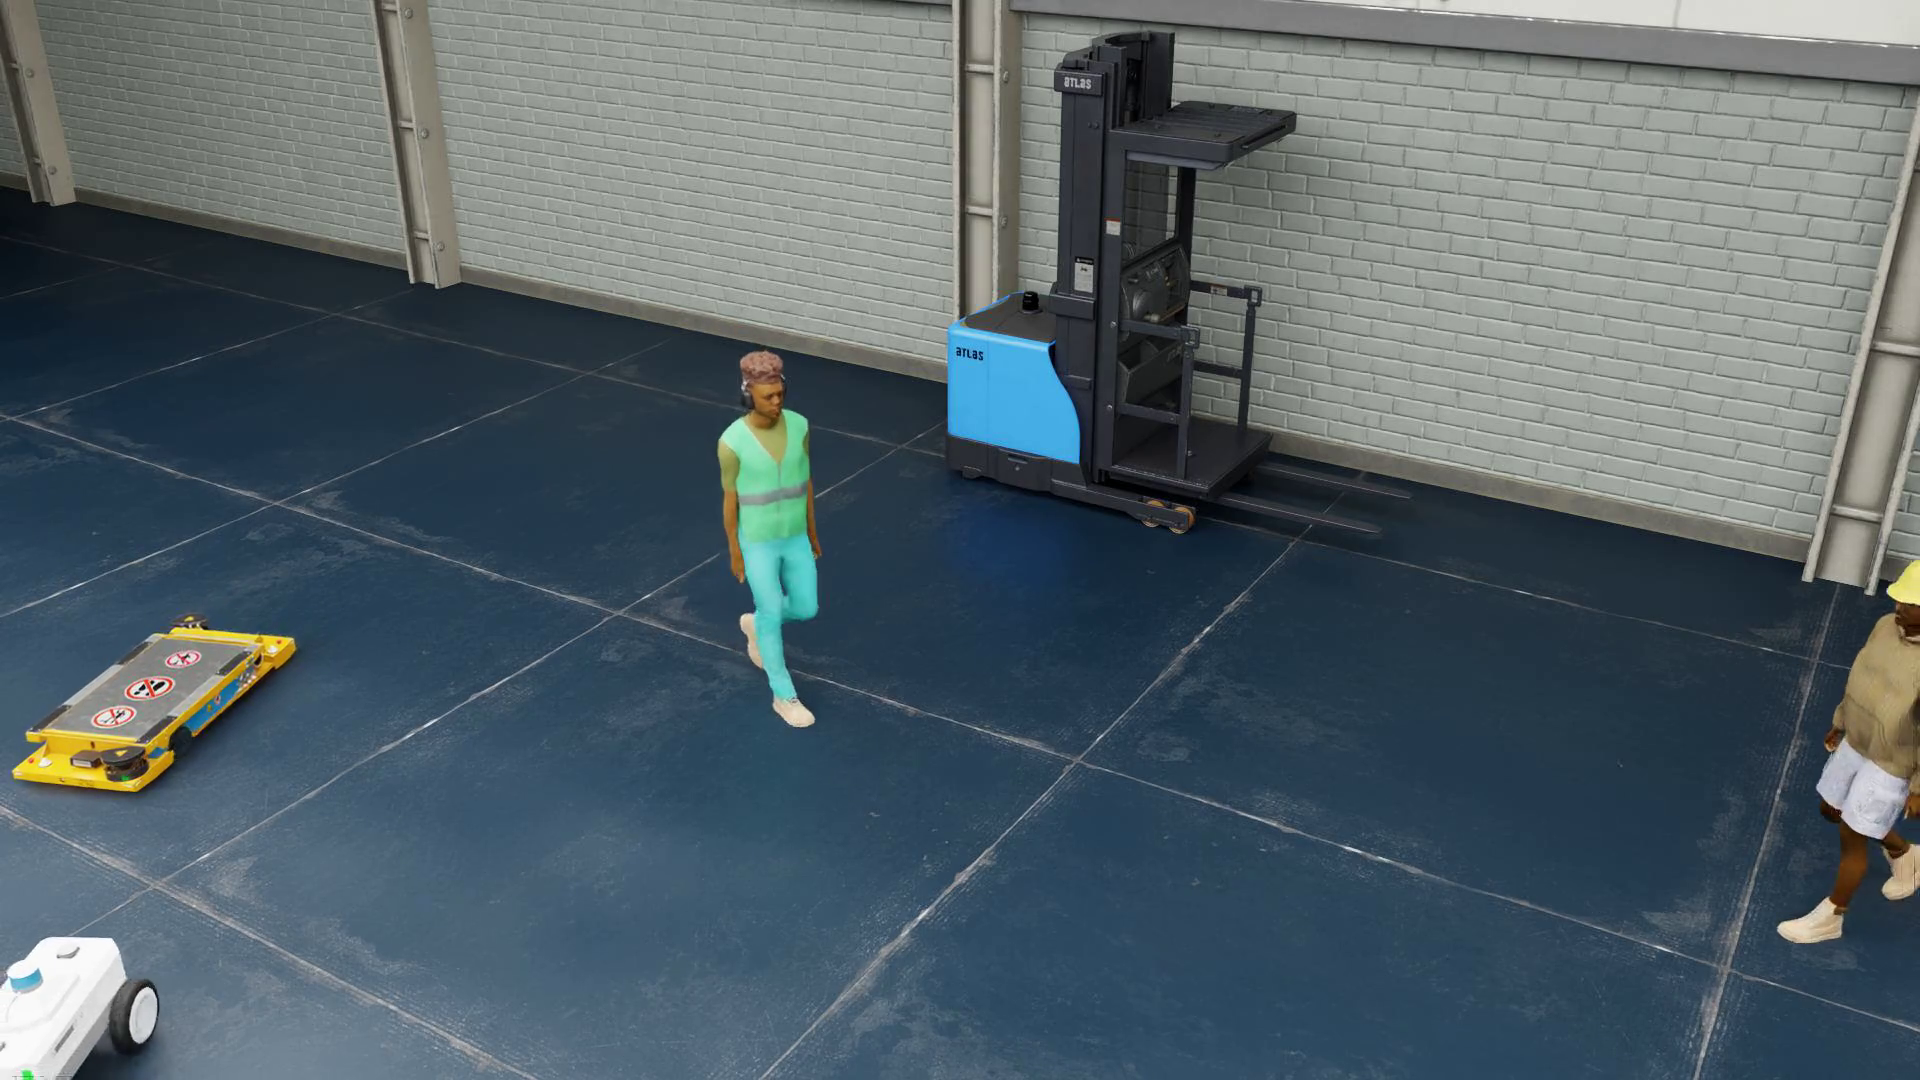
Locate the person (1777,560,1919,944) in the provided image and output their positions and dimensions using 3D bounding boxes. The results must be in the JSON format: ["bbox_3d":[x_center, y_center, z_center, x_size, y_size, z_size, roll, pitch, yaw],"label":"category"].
[{"bbox_3d":[3.778,0.852,6.721,0.642,1.744,0.557,-2,25,-5],"label":"person"}]

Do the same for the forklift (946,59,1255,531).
[{"bbox_3d":[0.933,-1.707,10.833,1.873,2.768,1.129,15,29,28],"label":"forklift"}]

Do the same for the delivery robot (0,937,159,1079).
[{"bbox_3d":[-3.366,1.805,6.121,0.499,0.607,0.808,1,25,1],"label":"delivery robot"}]

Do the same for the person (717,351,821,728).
[{"bbox_3d":[-0.962,-0.034,8.353,0.506,1.964,0.649,-18,30,-32],"label":"person"}]

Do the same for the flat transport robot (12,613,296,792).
[{"bbox_3d":[-4.098,0.812,8.541,0.659,0.231,1.431,4,26,9],"label":"flat transport robot"}]
